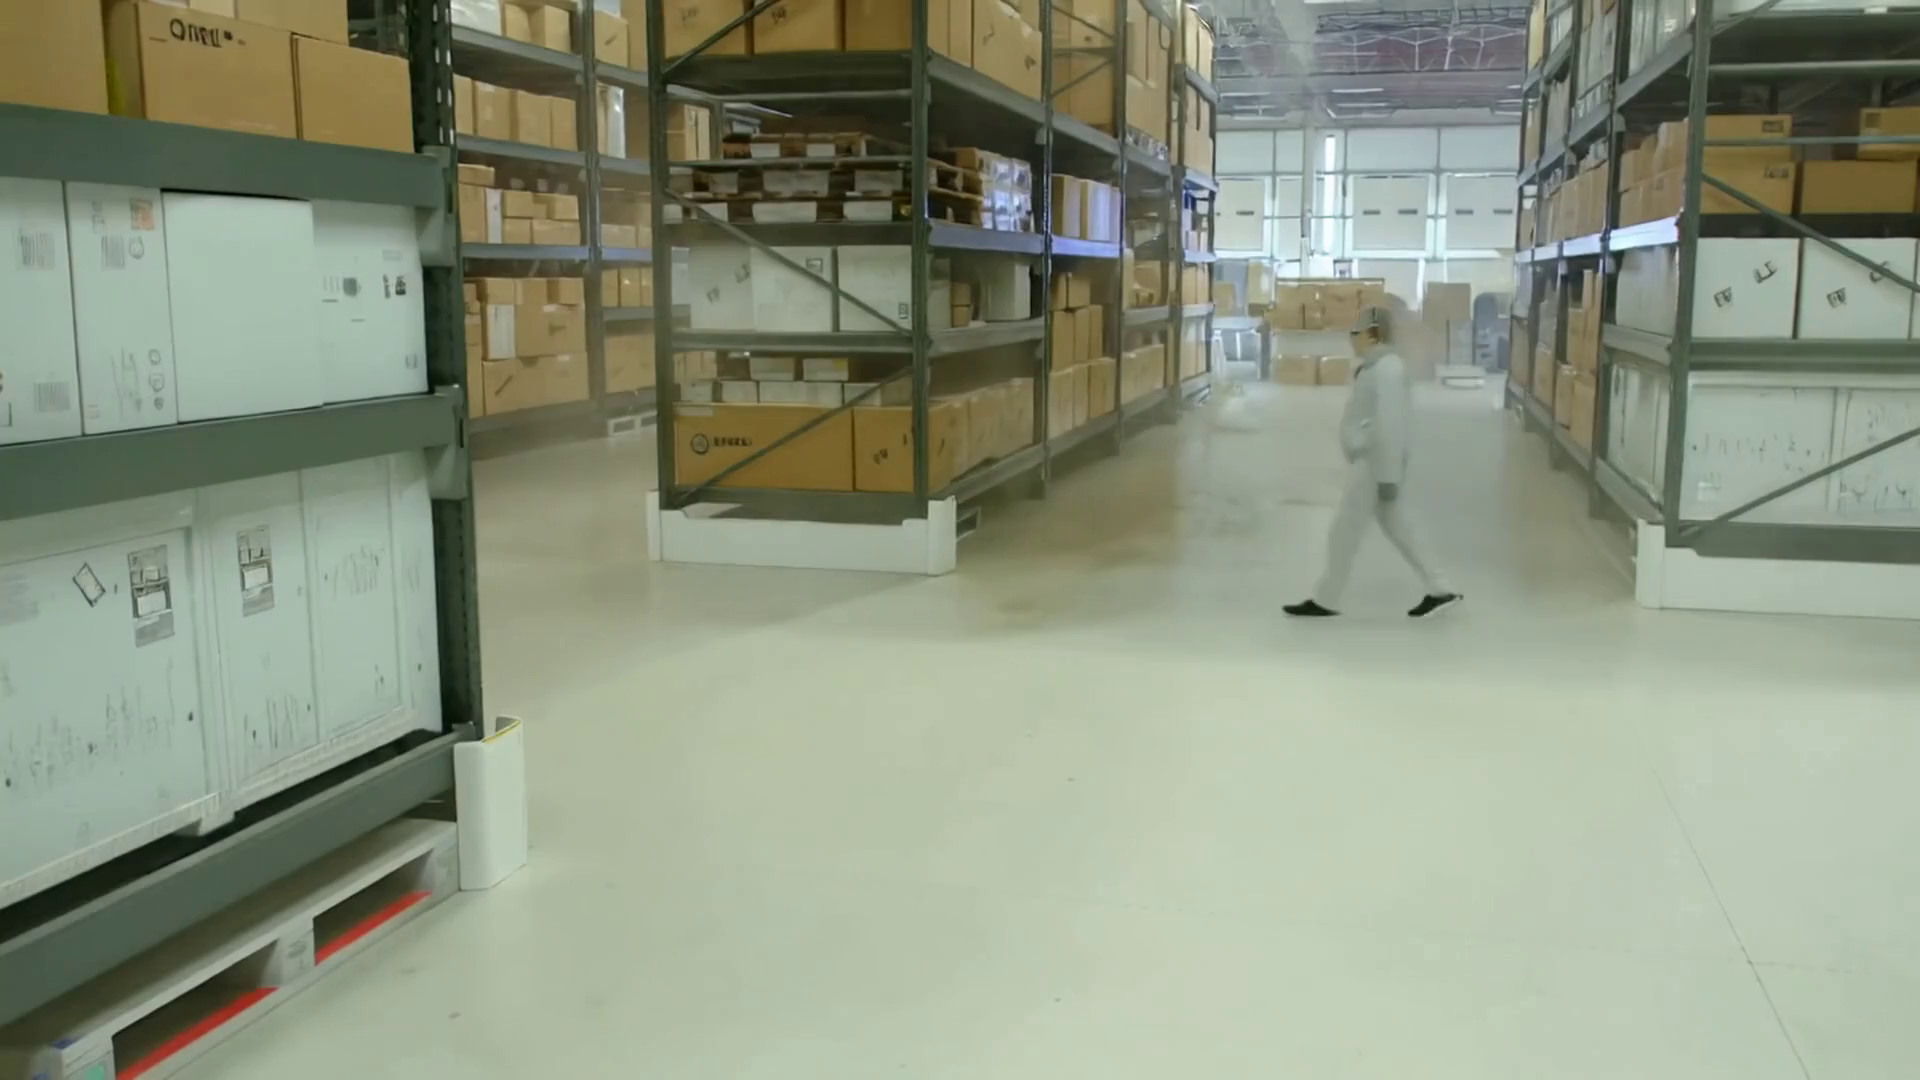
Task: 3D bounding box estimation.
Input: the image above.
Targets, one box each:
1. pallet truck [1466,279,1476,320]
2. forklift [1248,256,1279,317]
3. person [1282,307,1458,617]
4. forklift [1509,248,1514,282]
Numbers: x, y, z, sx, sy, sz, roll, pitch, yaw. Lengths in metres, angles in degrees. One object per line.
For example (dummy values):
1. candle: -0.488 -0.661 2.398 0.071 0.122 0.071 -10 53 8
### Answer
1. pallet truck: 18.896 -8.459 60.307 1.885 1.965 0.823 5 10 31
2. forklift: 11.269 -9.084 61.485 1.129 2.768 1.873 2 9 15
3. person: 2.492 -0.445 9.841 0.994 1.864 0.664 2 9 15
4. forklift: 15.279 -6.473 44.896 1.129 2.768 1.873 6 10 31
